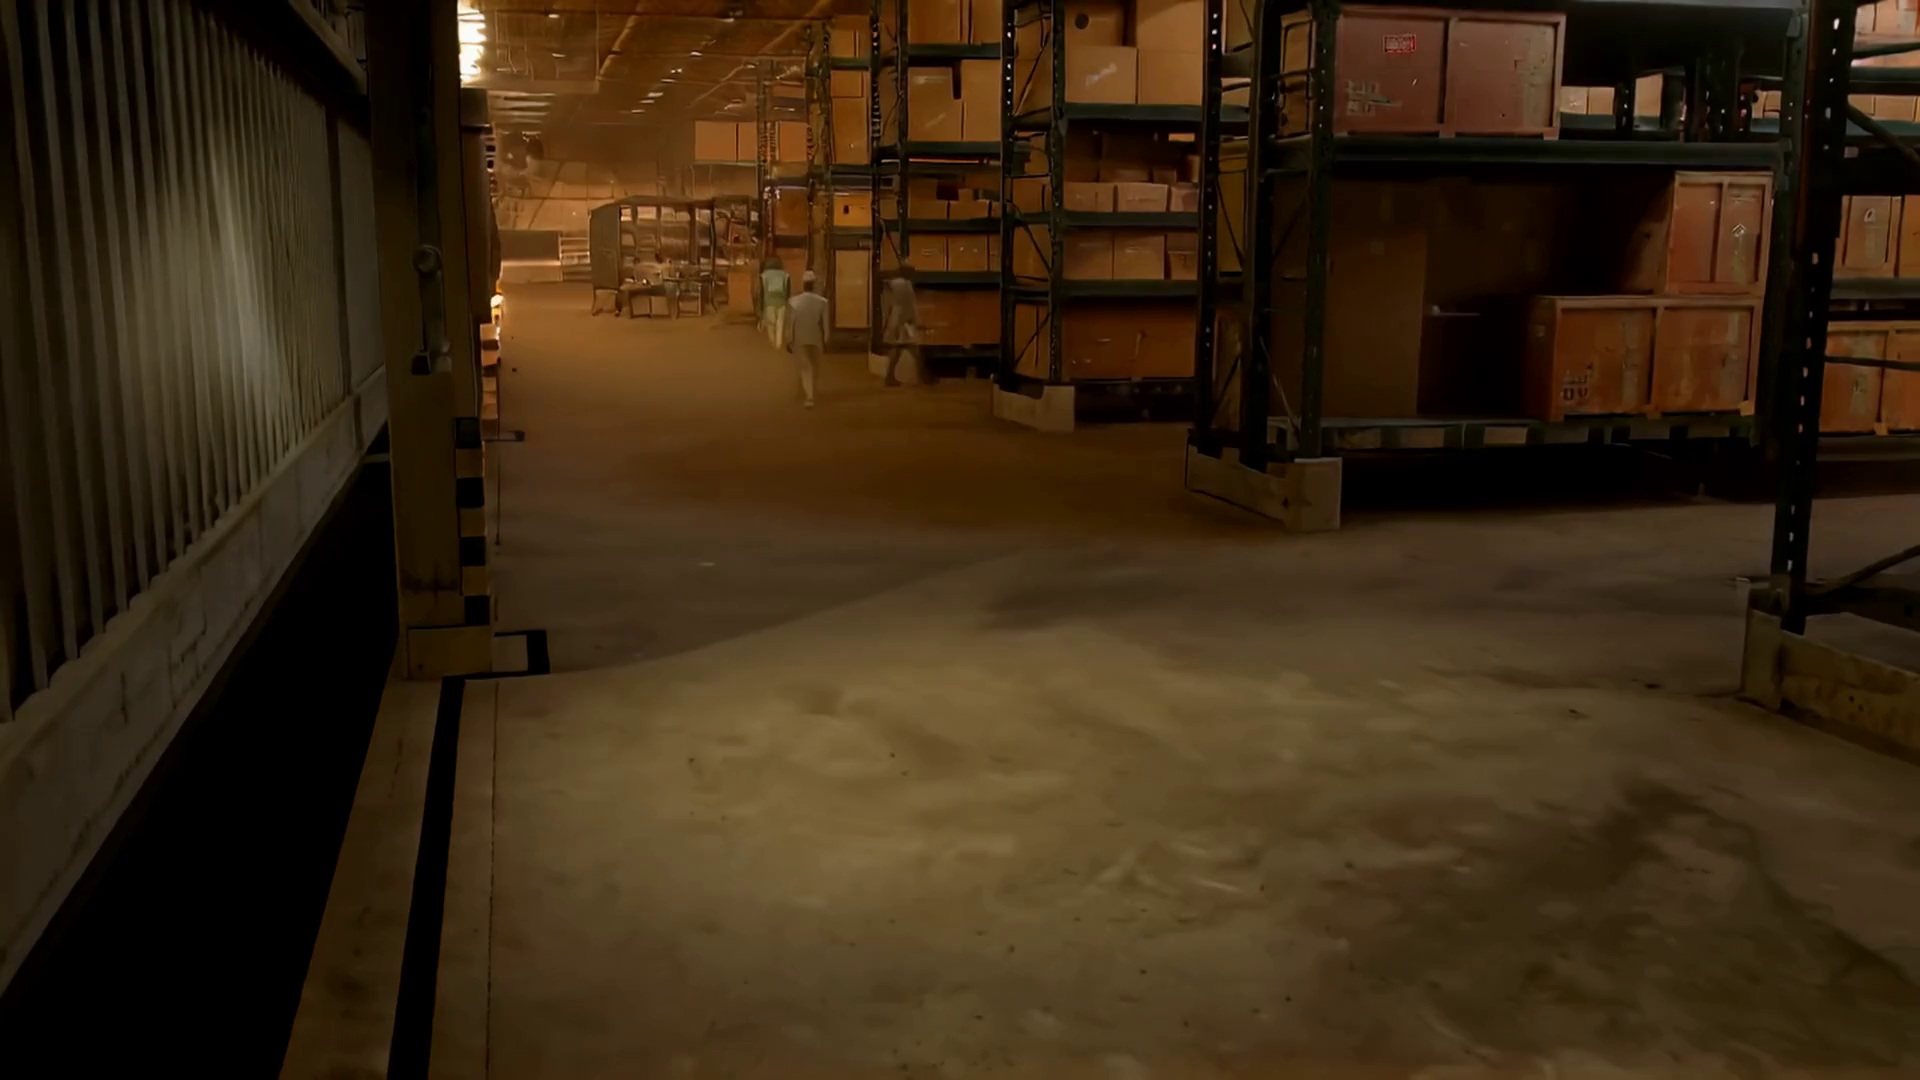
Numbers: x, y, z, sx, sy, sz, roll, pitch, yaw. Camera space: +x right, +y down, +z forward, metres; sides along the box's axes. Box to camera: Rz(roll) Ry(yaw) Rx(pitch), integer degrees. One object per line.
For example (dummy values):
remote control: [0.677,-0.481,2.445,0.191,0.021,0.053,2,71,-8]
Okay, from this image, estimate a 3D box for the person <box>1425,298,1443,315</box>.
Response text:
person: [5.111,-2.025,18.055,0.678,1.748,0.528,-2,10,-13]

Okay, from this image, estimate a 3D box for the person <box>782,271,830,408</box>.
person: [-1.958,-2.534,21.045,0.562,1.704,0.898,-4,11,-21]

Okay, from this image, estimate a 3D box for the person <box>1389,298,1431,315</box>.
person: [4.555,-1.797,16.459,1.004,1.844,0.682,-1,10,-3]

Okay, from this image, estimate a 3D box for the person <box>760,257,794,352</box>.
person: [-3.523,-4.546,32.125,0.655,1.816,0.713,-1,10,-5]

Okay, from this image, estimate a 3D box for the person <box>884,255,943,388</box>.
person: [-0.666,-3.115,23.790,0.987,1.888,0.560,3,10,15]
